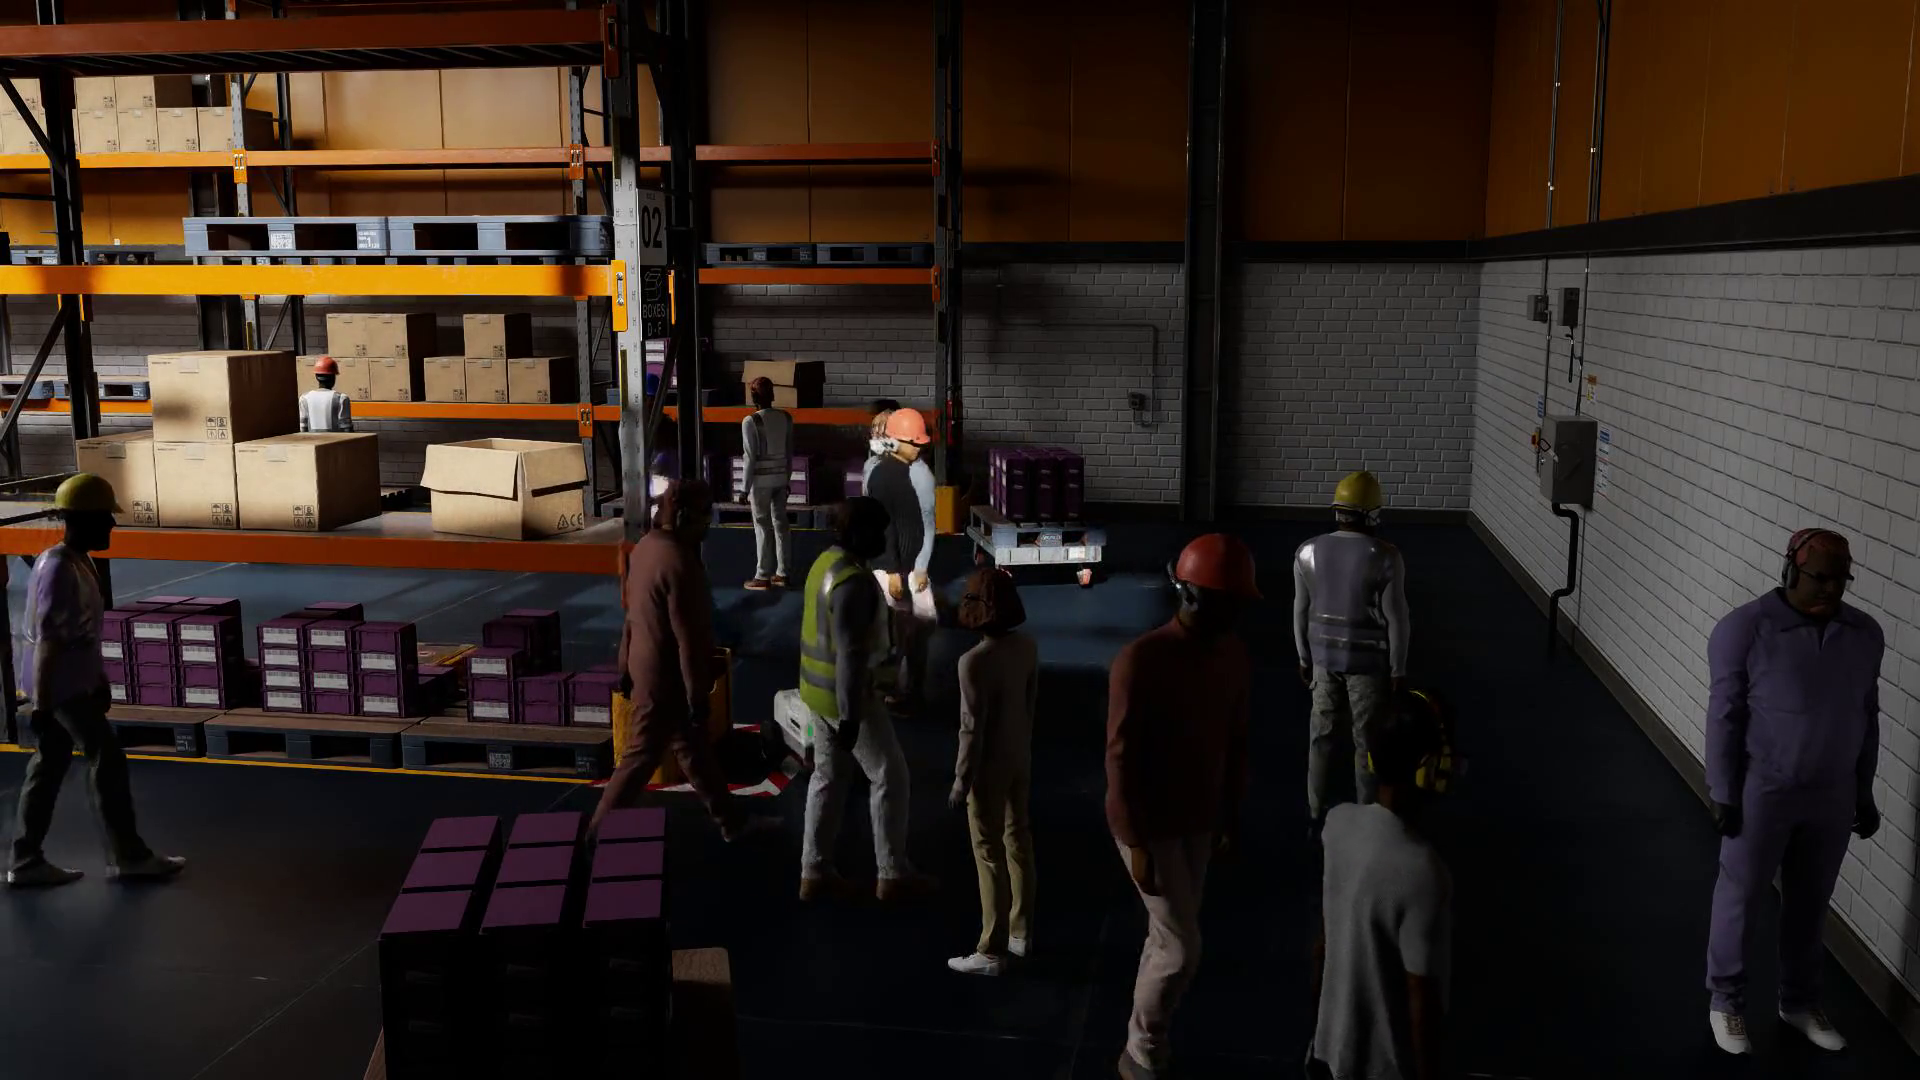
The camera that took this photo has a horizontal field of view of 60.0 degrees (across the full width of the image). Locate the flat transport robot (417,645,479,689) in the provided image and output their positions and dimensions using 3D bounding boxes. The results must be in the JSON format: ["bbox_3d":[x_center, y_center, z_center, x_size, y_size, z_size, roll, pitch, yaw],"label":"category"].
[{"bbox_3d":[-3.841,0.855,11.255,1.431,0.197,0.652,1,9,9],"label":"flat transport robot"}]

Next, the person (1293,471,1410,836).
[{"bbox_3d":[1.926,0.576,8.152,0.588,1.835,0.403,7,12,38],"label":"person"}]

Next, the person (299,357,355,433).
[{"bbox_3d":[-6.417,-0.894,16.955,0.553,1.933,0.368,1,9,6],"label":"person"}]

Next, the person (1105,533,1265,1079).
[{"bbox_3d":[0.729,0.939,5.498,0.645,1.959,0.541,-8,12,-40],"label":"person"}]

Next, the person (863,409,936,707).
[{"bbox_3d":[-0.414,0.131,10.590,0.354,1.936,0.635,-8,12,-42],"label":"person"}]

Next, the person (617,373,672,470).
[{"bbox_3d":[-2.621,-0.431,14.046,0.386,1.948,0.605,5,10,27],"label":"person"}]

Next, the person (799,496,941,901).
[{"bbox_3d":[-0.397,0.709,7.400,0.764,1.808,0.639,-3,10,-17],"label":"person"}]

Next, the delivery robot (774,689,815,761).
[{"bbox_3d":[-0.784,0.997,9.202,0.477,0.478,0.707,-4,10,-21],"label":"delivery robot"}]

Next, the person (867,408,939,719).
[{"bbox_3d":[-0.370,0.151,10.398,0.434,1.964,0.617,4,10,25],"label":"person"}]

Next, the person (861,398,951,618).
[{"bbox_3d":[-0.475,-0.219,13.164,0.801,1.813,0.624,2,9,11],"label":"person"}]

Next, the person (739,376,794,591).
[{"bbox_3d":[-1.702,-0.496,14.636,0.356,1.887,0.572,8,12,39],"label":"person"}]

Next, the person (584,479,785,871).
[{"bbox_3d":[-1.362,0.629,7.830,1.021,1.839,0.693,-4,10,-24],"label":"person"}]

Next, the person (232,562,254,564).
[{"bbox_3d":[-6.849,-0.796,16.021,0.536,2.000,0.684,7,12,38],"label":"person"}]

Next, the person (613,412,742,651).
[{"bbox_3d":[-2.052,-0.043,12.096,0.931,1.802,0.583,0,9,2],"label":"person"}]

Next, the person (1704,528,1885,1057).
[{"bbox_3d":[2.989,0.898,5.951,0.638,1.903,0.408,-1,9,-5],"label":"person"}]

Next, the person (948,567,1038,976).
[{"bbox_3d":[0.131,0.919,6.640,0.279,1.634,0.499,6,11,33],"label":"person"}]

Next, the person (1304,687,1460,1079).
[{"bbox_3d":[0.915,1.257,3.934,0.730,1.841,0.581,-2,9,-15],"label":"person"}]

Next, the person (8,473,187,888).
[{"bbox_3d":[-3.971,0.642,7.573,0.859,1.880,0.601,-4,10,-23],"label":"person"}]
